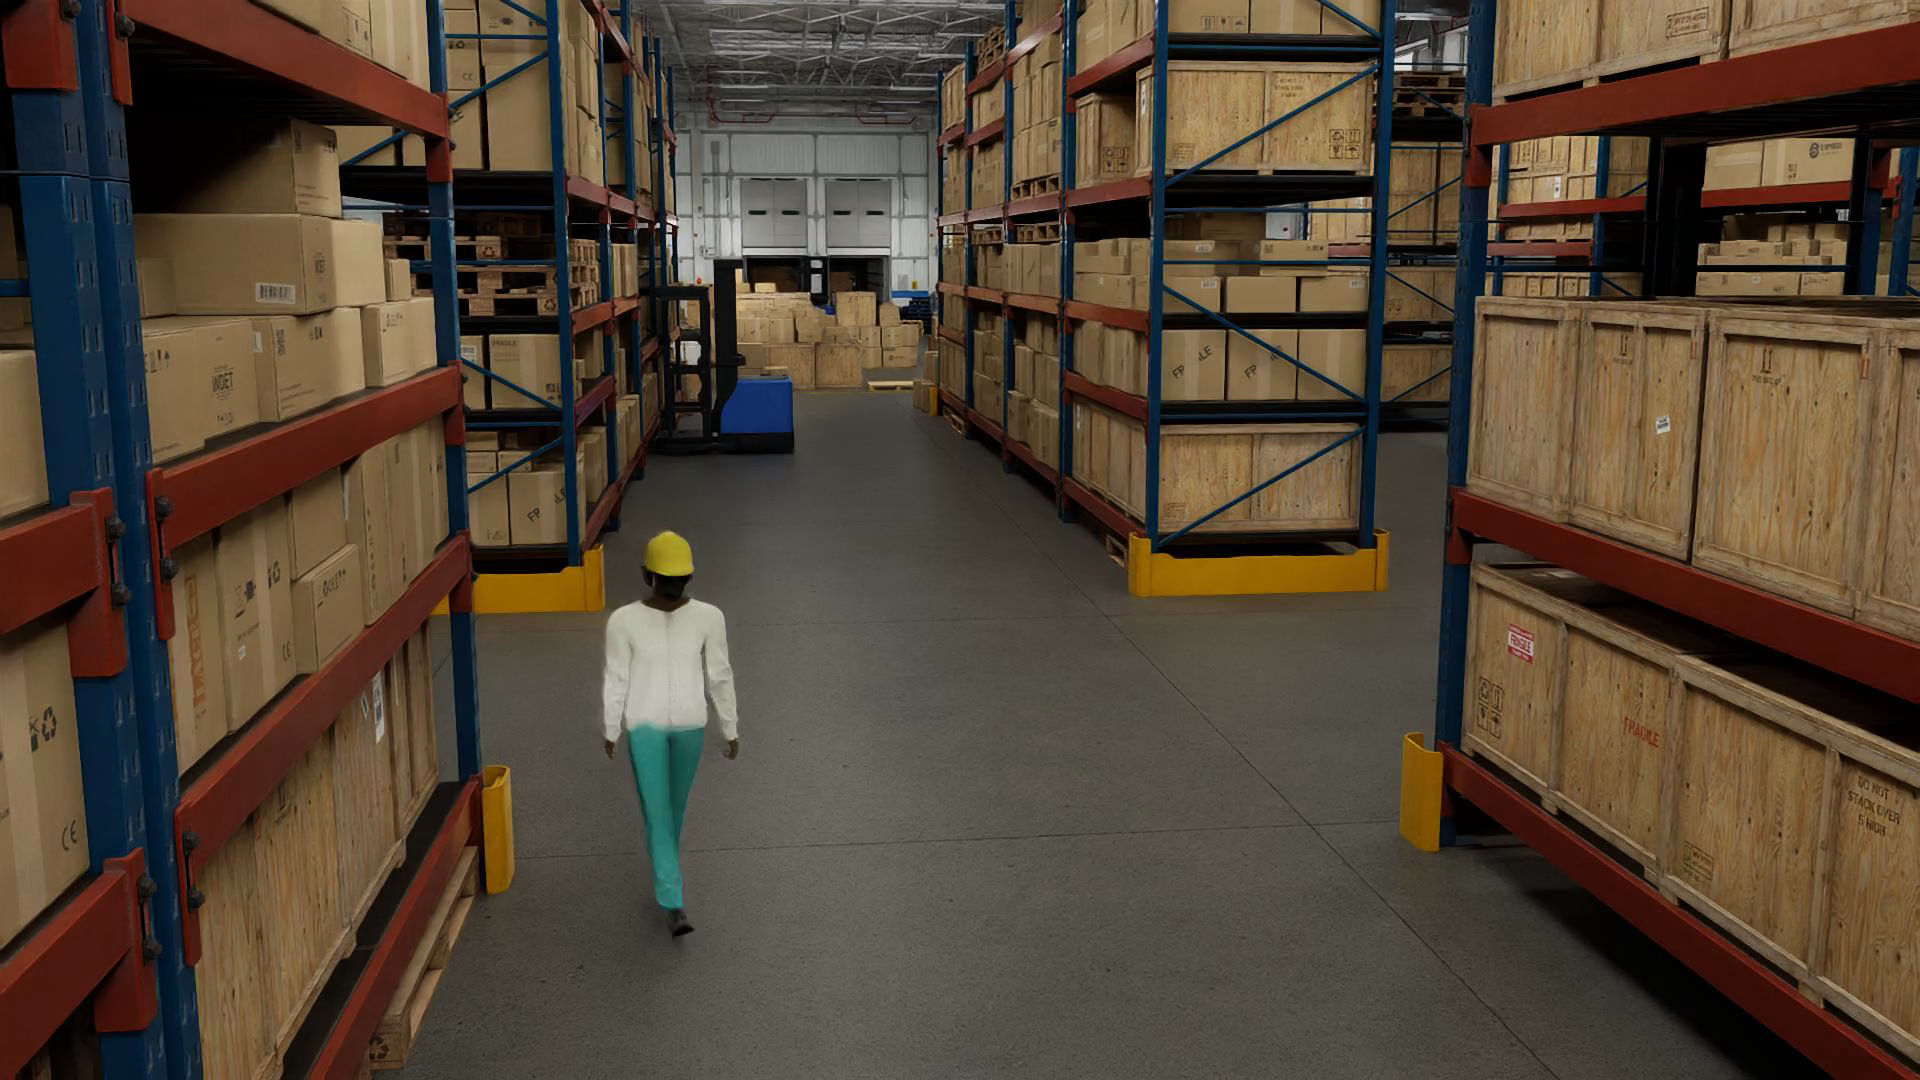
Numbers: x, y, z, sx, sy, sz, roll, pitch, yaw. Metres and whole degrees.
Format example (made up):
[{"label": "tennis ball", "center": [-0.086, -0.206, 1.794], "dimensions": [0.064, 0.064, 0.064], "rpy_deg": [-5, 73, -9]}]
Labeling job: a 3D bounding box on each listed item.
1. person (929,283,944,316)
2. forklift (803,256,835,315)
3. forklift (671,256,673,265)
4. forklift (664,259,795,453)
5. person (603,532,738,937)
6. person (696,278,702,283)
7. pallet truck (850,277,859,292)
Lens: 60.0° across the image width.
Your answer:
[{"label": "person", "center": [-0.739, -7.778, 56.587], "dimensions": [0.631, 1.939, 0.370], "rpy_deg": [-6, 12, -33]}, {"label": "forklift", "center": [-5.026, -8.560, 58.401], "dimensions": [1.129, 2.768, 1.873], "rpy_deg": [-9, 13, -41]}, {"label": "forklift", "center": [-10.987, -9.066, 61.344], "dimensions": [1.129, 2.768, 1.873], "rpy_deg": [-1, 10, -7]}, {"label": "forklift", "center": [-3.401, -2.719, 24.395], "dimensions": [1.873, 2.768, 1.129], "rpy_deg": [-1, 10, -7]}, {"label": "person", "center": [-1.238, 0.813, 7.197], "dimensions": [0.543, 1.711, 0.911], "rpy_deg": [-5, 11, -25]}, {"label": "person", "center": [-10.787, -9.888, 68.874], "dimensions": [0.542, 1.939, 0.359], "rpy_deg": [-7, 12, -35]}, {"label": "pallet truck", "center": [-3.782, -9.391, 65.808], "dimensions": [1.885, 1.965, 0.823], "rpy_deg": [2, 10, 10]}]
